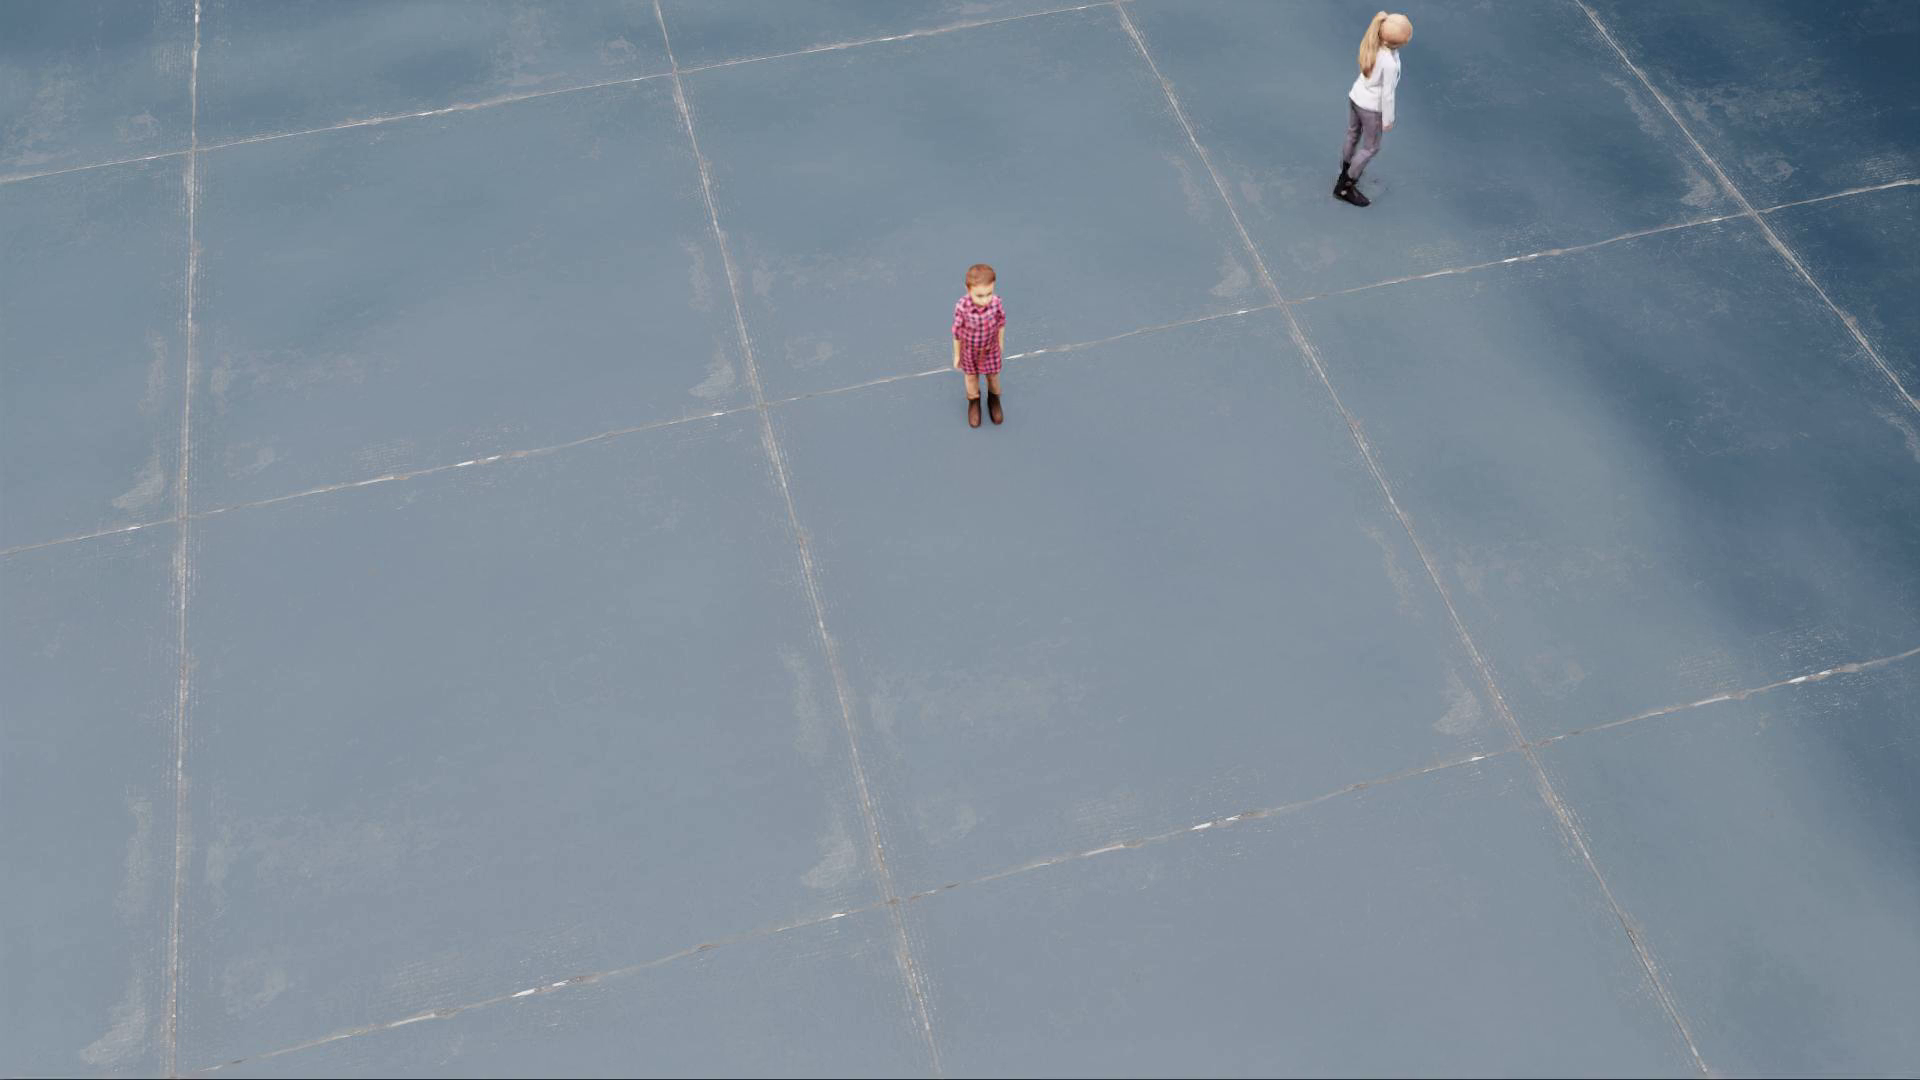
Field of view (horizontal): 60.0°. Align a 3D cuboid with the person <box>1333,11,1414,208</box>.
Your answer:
[{"bbox_3d":[2.351,-2.518,9.550,0.584,1.261,0.442,-26,57,-19],"label":"person"}]

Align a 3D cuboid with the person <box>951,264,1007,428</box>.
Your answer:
[{"bbox_3d":[0.096,-1.037,8.556,0.458,1.020,0.491,-5,52,-4],"label":"person"}]
